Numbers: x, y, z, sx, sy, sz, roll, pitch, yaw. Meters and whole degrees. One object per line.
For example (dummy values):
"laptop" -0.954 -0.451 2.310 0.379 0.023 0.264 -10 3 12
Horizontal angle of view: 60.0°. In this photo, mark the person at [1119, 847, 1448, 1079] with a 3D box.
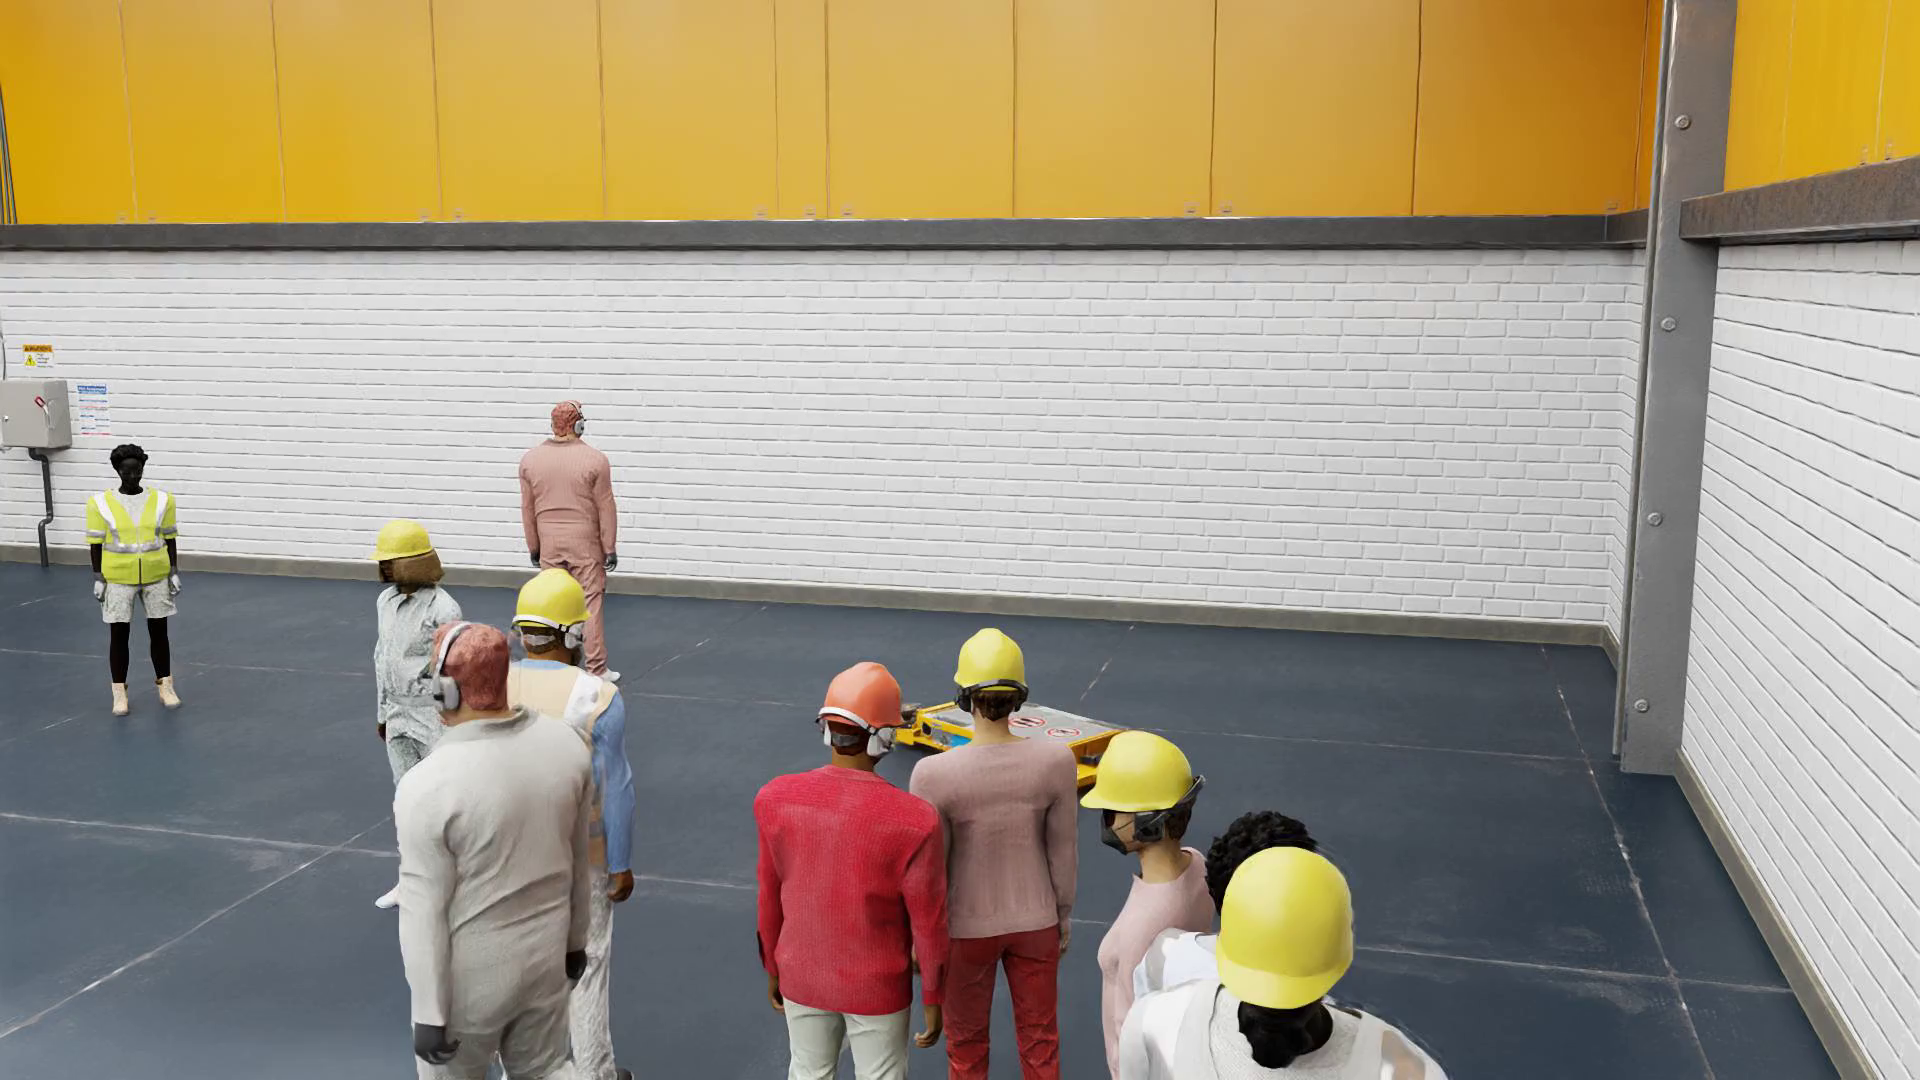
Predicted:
"person" 0.544 1.407 2.933 0.608 1.888 0.558 3 10 19

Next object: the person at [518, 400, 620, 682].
"person" -2.555 0.029 10.999 0.649 1.907 0.409 2 10 10

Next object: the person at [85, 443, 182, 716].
"person" -5.141 0.237 10.384 0.534 1.698 0.318 -7 12 -36

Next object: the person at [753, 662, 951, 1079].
"person" -0.289 1.195 4.627 0.575 1.739 0.350 3 10 19

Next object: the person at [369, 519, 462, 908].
"person" -2.331 0.767 7.137 0.492 1.741 0.319 6 11 30

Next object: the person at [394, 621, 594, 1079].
"person" -1.193 1.149 4.503 0.774 1.878 0.646 6 11 31

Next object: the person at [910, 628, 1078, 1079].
"person" 0.096 1.134 4.903 0.523 1.769 0.319 -3 10 -18

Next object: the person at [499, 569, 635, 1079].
"person" -1.339 1.004 5.520 0.591 1.823 0.404 3 10 17

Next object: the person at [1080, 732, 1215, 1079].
"person" 0.443 1.307 3.914 0.339 1.761 0.525 4 10 22

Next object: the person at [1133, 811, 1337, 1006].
"person" 0.589 1.402 3.562 0.320 1.686 0.539 -9 13 -42

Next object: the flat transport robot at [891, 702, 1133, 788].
"flat transport robot" 0.312 1.111 9.435 0.652 0.197 1.431 -9 13 -43
